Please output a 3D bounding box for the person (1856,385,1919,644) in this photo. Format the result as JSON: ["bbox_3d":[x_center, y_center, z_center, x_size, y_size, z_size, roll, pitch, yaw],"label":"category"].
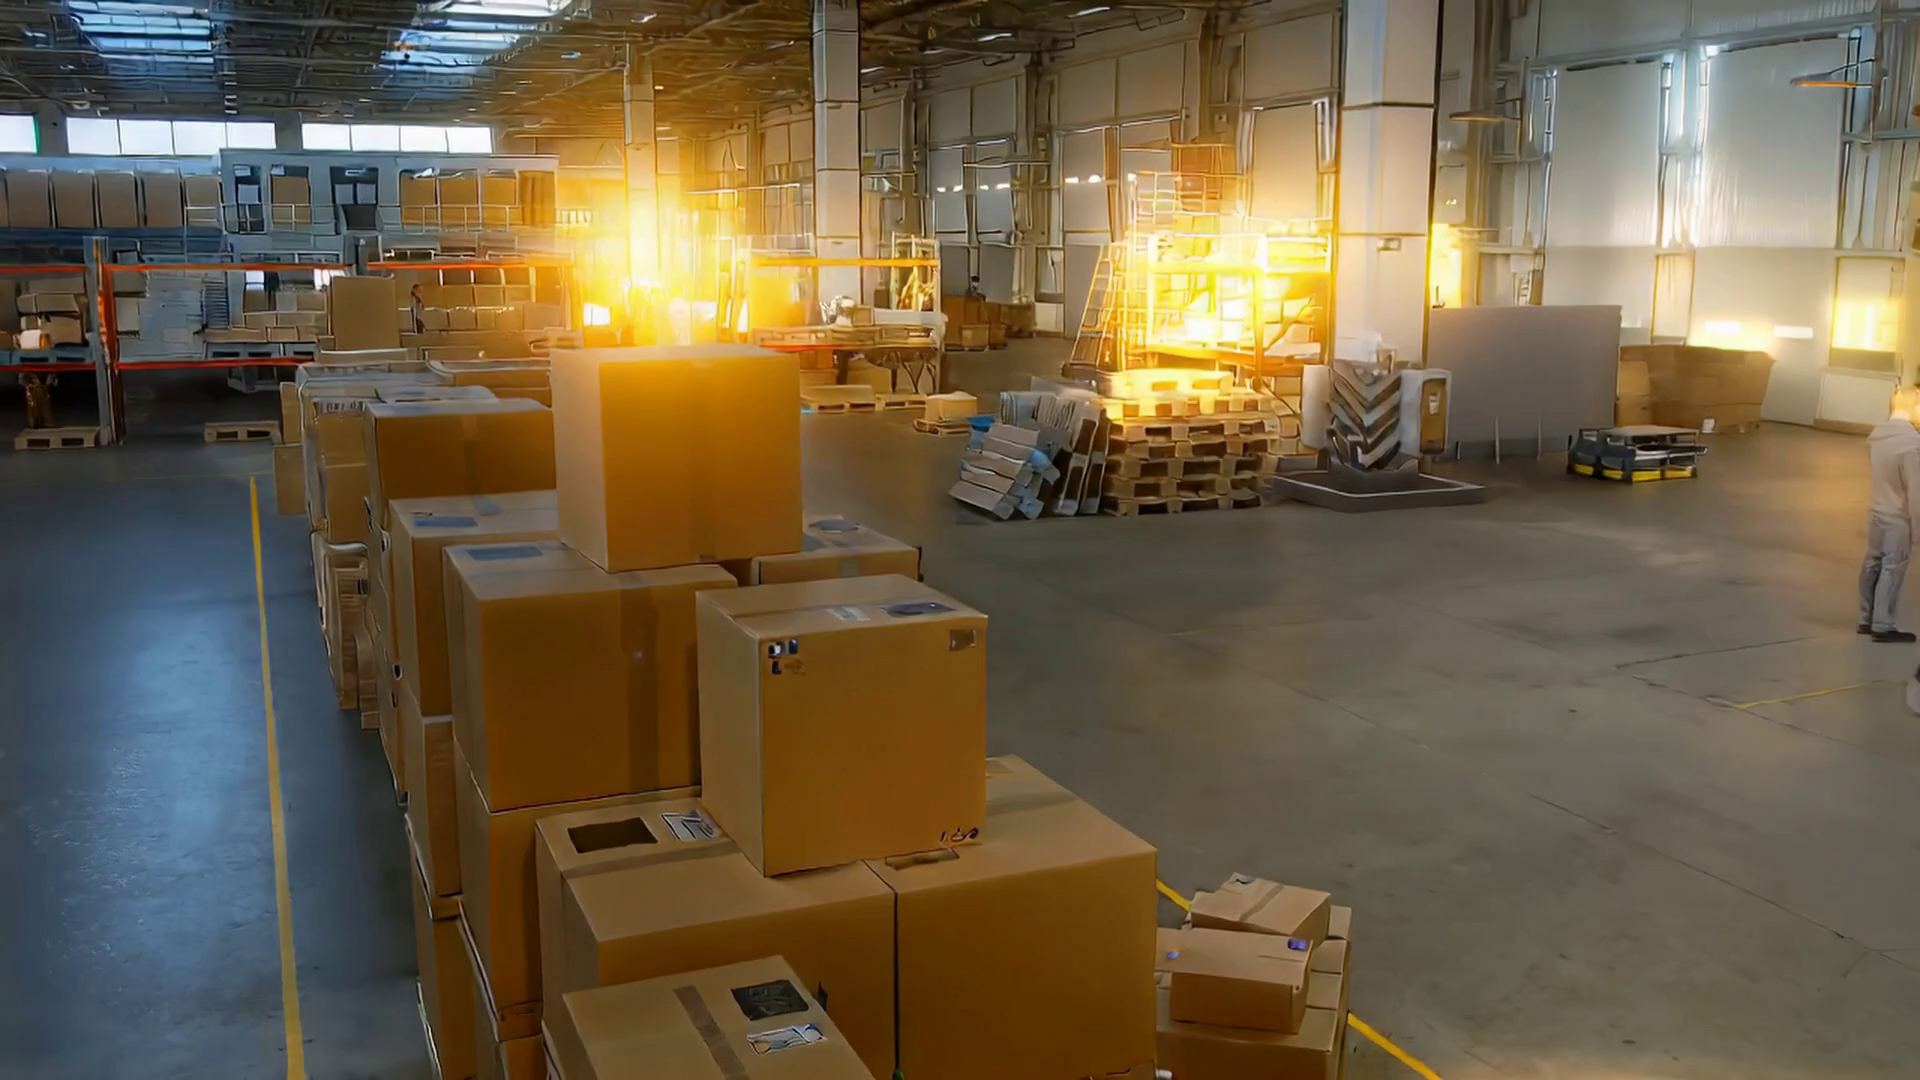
[{"bbox_3d":[6.958,-0.192,12.374,0.377,1.931,0.636,0,10,0],"label":"person"}]

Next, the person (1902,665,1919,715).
[{"bbox_3d":[6.027,0.367,9.987,0.535,1.676,0.645,0,10,-3],"label":"person"}]

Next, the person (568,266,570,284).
[{"bbox_3d":[-16.813,-10.964,71.865,0.354,1.881,0.576,-7,12,-34],"label":"person"}]

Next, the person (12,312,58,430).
[{"bbox_3d":[-14.130,-2.542,25.449,0.573,1.883,0.354,-2,10,-9],"label":"person"}]

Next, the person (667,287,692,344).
[{"bbox_3d":[-7.051,-5.465,41.806,0.656,1.788,0.964,-4,11,-20],"label":"person"}]

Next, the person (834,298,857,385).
[{"bbox_3d":[-2.101,-3.507,30.705,0.445,1.907,0.598,-2,11,-12],"label":"person"}]

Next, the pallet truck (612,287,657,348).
[{"bbox_3d":[-6.464,-4.406,35.401,0.823,1.965,1.885,6,12,32],"label":"pallet truck"}]

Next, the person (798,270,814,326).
[{"bbox_3d":[-5.334,-8.349,57.379,0.542,1.912,0.900,6,12,31],"label":"person"}]

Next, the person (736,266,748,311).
[{"bbox_3d":[-9.061,-10.428,68.668,0.624,1.972,0.788,-8,13,-38],"label":"person"}]

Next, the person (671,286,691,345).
[{"bbox_3d":[-6.221,-4.710,37.243,0.372,1.940,0.627,3,11,18],"label":"person"}]

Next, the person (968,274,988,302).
[{"bbox_3d":[0.566,-7.393,52.137,0.662,1.895,0.485,-5,11,-26],"label":"person"}]

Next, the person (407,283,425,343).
[{"bbox_3d":[-13.772,-5.569,42.184,0.329,1.865,0.509,3,11,16],"label":"person"}]
